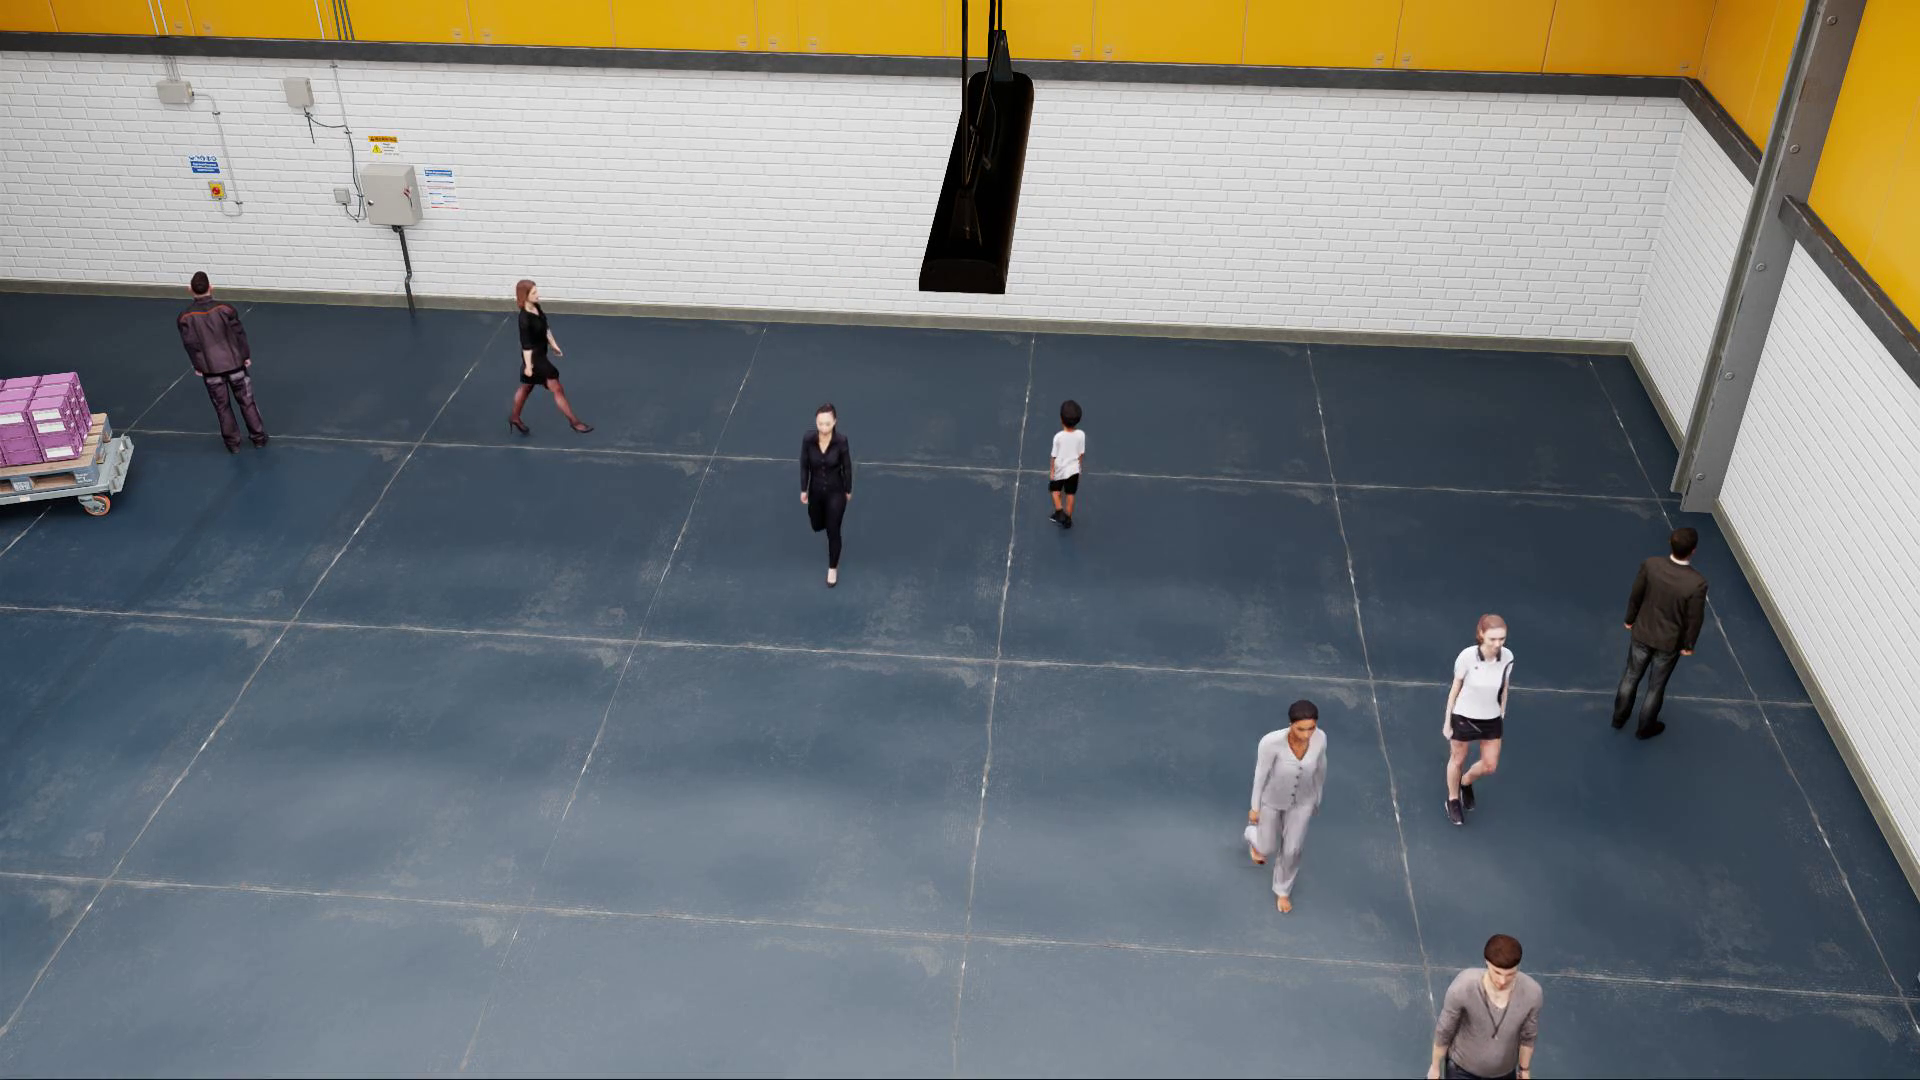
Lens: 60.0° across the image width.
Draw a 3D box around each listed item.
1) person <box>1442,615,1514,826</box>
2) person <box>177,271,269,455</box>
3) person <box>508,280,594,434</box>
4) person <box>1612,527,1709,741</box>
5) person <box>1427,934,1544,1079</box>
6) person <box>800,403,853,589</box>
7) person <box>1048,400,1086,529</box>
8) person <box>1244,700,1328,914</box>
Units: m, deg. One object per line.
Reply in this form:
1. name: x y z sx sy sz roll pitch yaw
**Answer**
1. person: 3.581 1.200 11.630 0.603 1.745 0.635 -1 34 -1
2. person: -7.056 -1.702 15.894 0.810 1.857 0.793 -12 36 -18
3. person: -4.189 -1.733 16.122 0.735 1.657 1.032 -1 34 -1
4. person: 5.194 0.682 12.357 0.751 1.803 0.777 28 43 35
5. person: 2.840 2.795 9.100 0.708 1.889 0.727 4 34 6
6. person: -1.129 -0.424 14.118 0.599 1.695 0.910 4 34 5
7. person: 0.973 -0.635 14.839 0.569 1.248 0.592 -12 35 -17
8. person: 2.117 1.659 10.971 0.711 1.709 0.880 -5 34 -7
